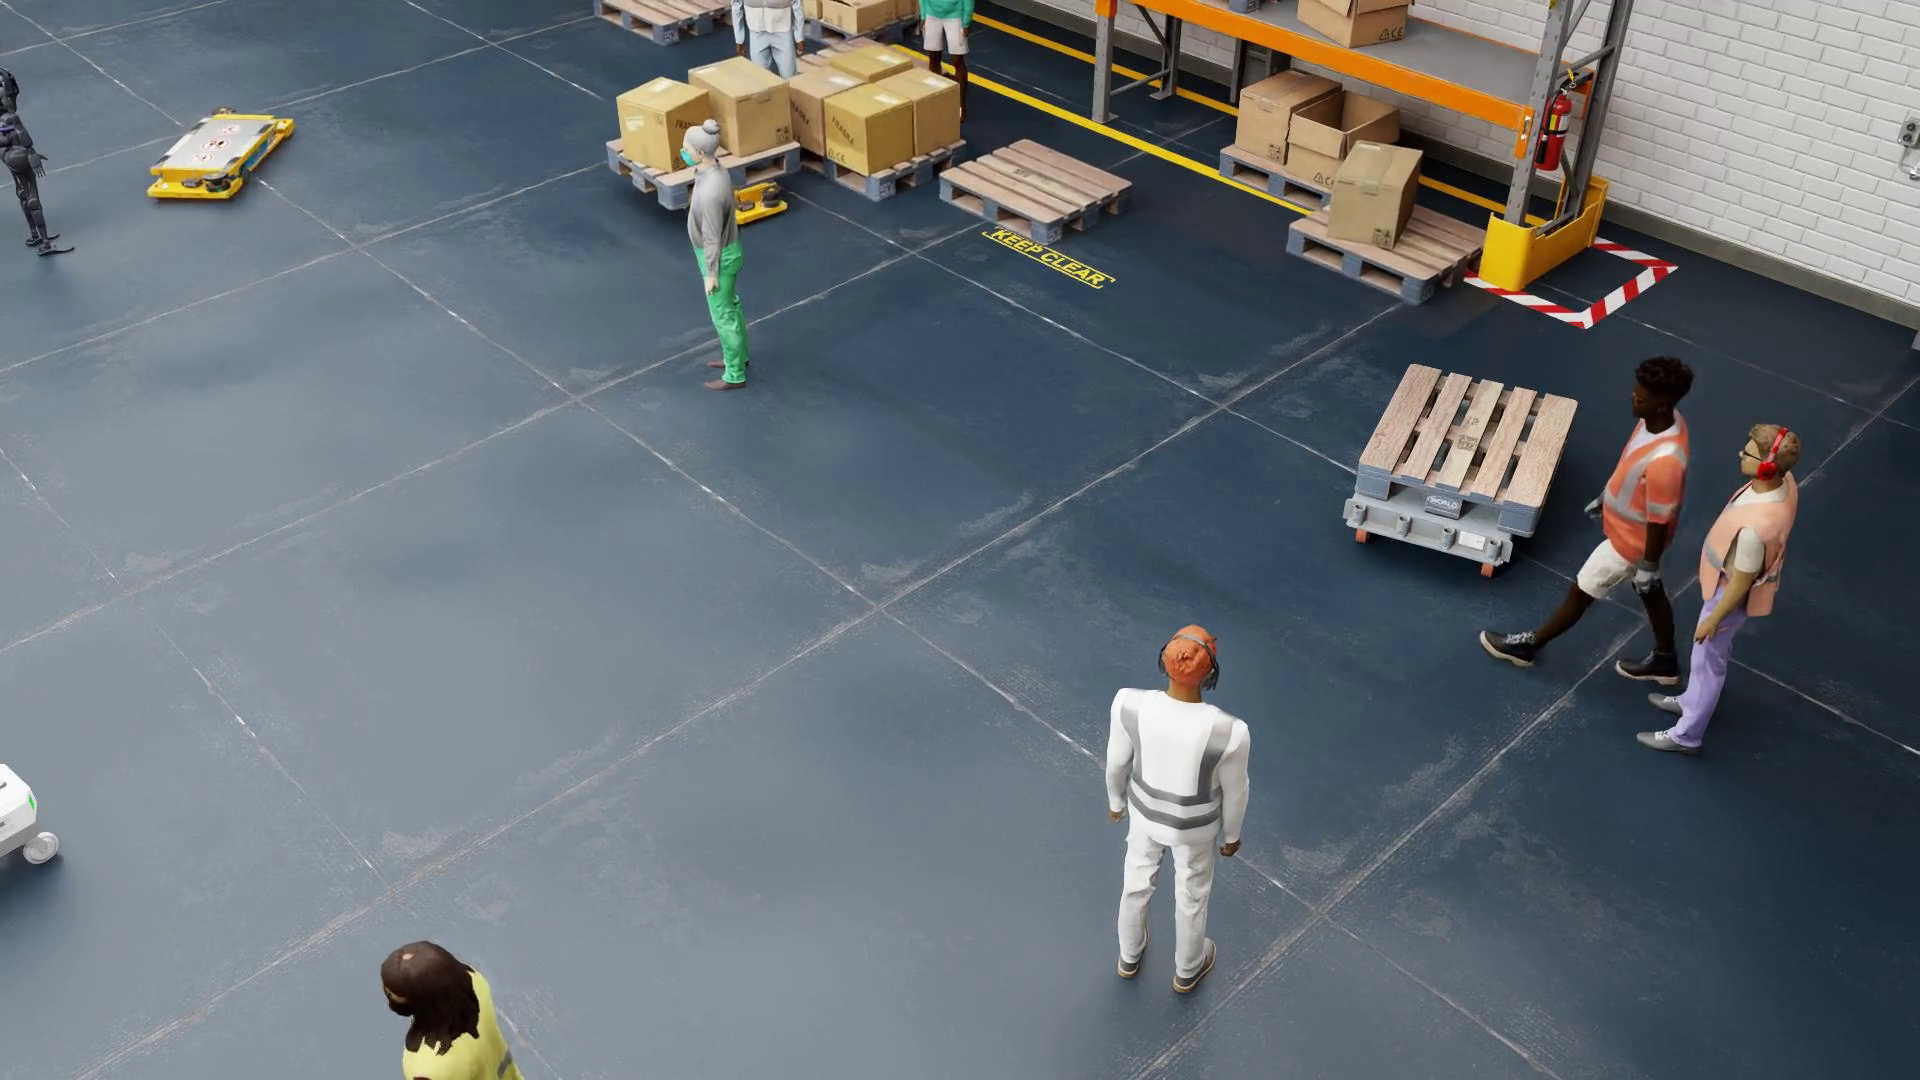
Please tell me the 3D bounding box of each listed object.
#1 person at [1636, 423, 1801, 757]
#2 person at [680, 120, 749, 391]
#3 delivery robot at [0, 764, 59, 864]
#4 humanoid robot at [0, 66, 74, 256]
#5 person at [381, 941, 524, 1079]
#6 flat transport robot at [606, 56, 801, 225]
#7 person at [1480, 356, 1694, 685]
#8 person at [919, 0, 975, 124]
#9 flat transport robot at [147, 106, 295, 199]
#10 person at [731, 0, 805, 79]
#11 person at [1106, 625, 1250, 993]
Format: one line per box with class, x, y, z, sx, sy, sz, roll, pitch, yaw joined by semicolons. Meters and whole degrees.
person;3.648;0.258;7.884;0.390;1.846;0.564;19;41;23
person;-1.560;-1.823;10.654;0.341;1.838;0.510;-4;37;-5
delivery robot;-4.561;1.387;7.476;0.499;0.614;0.791;26;44;30
humanoid robot;-6.959;-2.933;12.237;0.315;1.657;0.599;-26;44;-30
person;-1.647;1.965;5.711;0.881;1.736;0.473;0;37;1
flat transport robot;-2.046;-2.880;13.346;0.659;0.231;1.431;-25;44;-29
person;3.314;-0.078;8.278;1.027;1.904;0.619;14;39;17
person;-0.106;-4.472;14.151;0.501;1.843;0.398;15;40;19
flat transport robot;-6.113;-3.212;13.785;0.659;0.231;1.431;2;37;3
person;-1.569;-4.190;13.724;0.598;1.907;0.401;2;37;3
person;0.867;1.110;6.727;0.573;1.882;0.355;14;39;18
